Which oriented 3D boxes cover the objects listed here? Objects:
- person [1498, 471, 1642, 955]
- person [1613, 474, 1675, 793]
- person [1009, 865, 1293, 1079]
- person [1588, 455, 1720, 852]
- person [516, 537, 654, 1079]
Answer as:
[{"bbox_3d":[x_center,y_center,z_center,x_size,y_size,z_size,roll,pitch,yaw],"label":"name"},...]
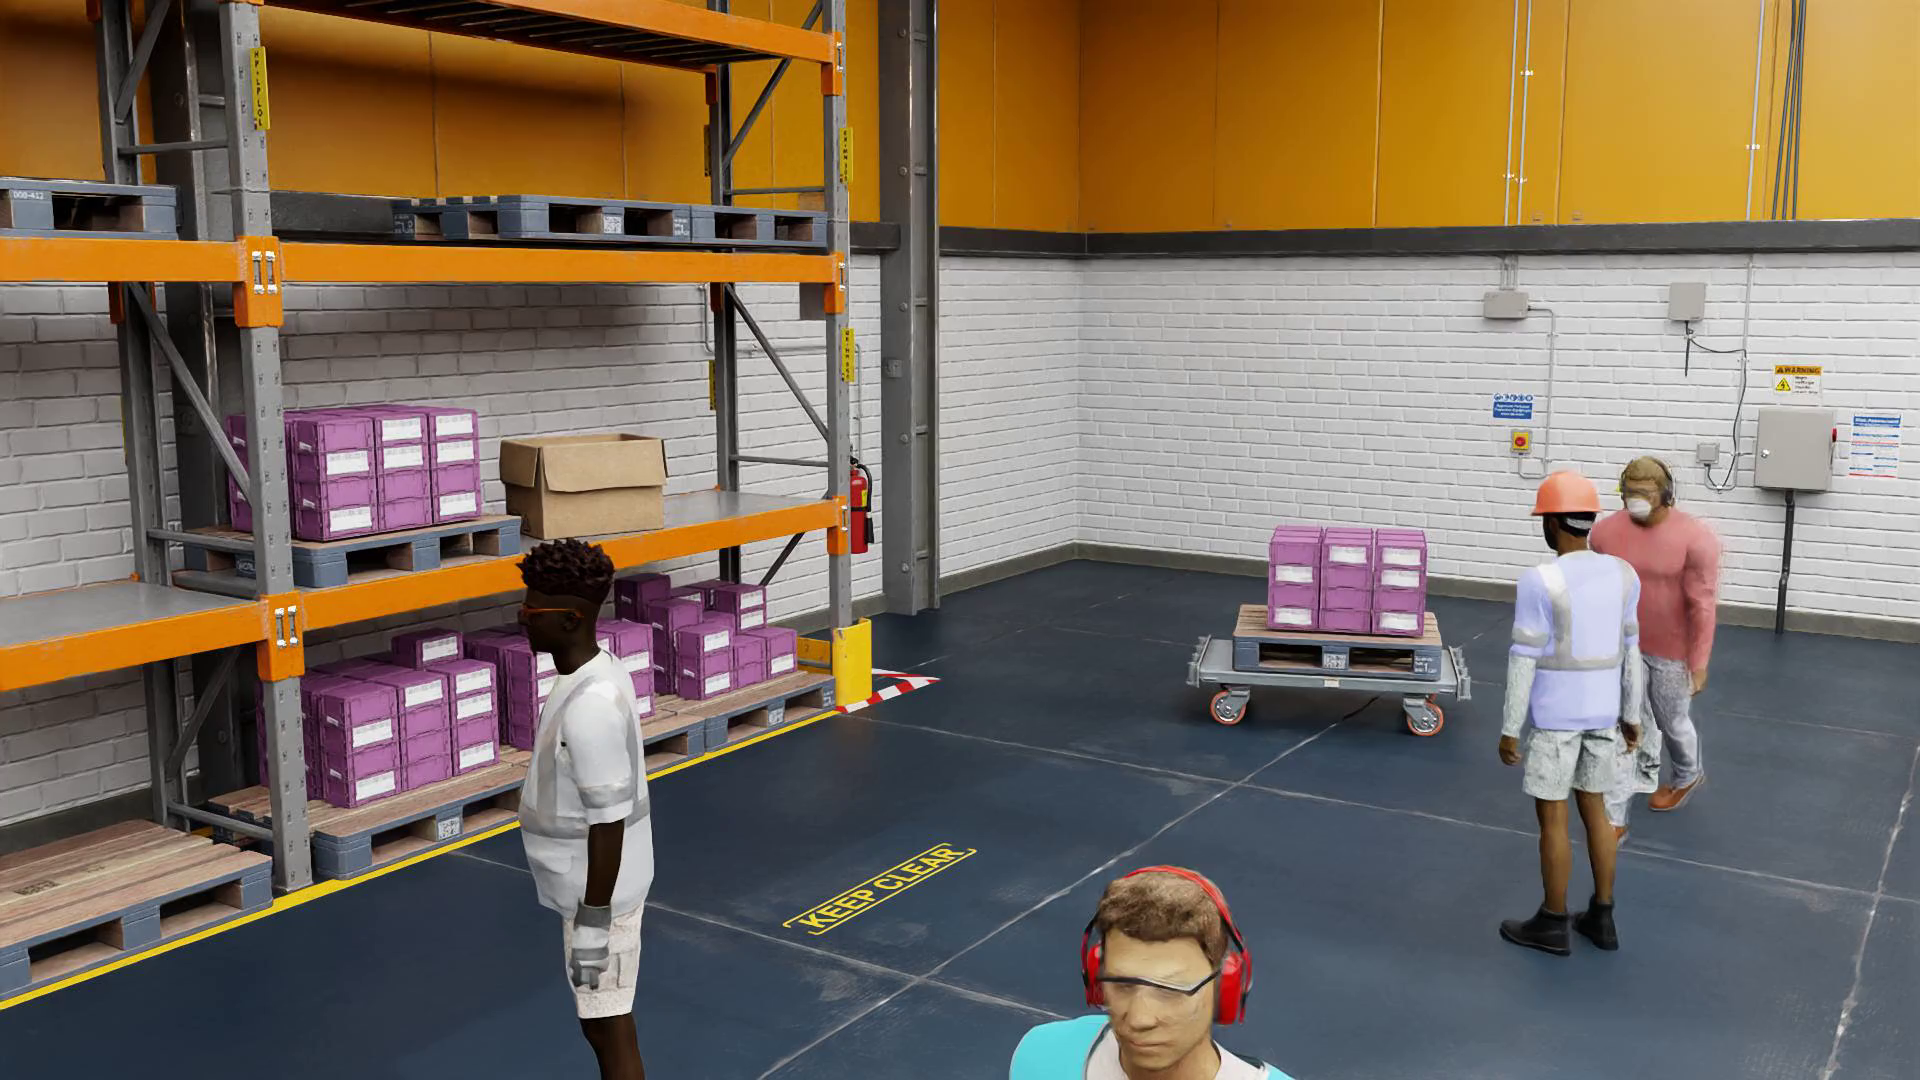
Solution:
[{"bbox_3d":[2.426,0.685,6.660,0.596,1.924,0.418,-3,9,-19],"label":"person"},{"bbox_3d":[3.568,0.454,8.755,0.321,1.737,0.484,4,9,22],"label":"person"},{"bbox_3d":[0.302,1.365,2.478,0.570,1.843,0.377,7,11,37],"label":"person"},{"bbox_3d":[3.357,0.502,8.019,0.630,1.887,0.982,8,12,42],"label":"person"},{"bbox_3d":[-1.050,0.963,4.697,0.373,1.966,0.605,-2,9,-13],"label":"person"}]
